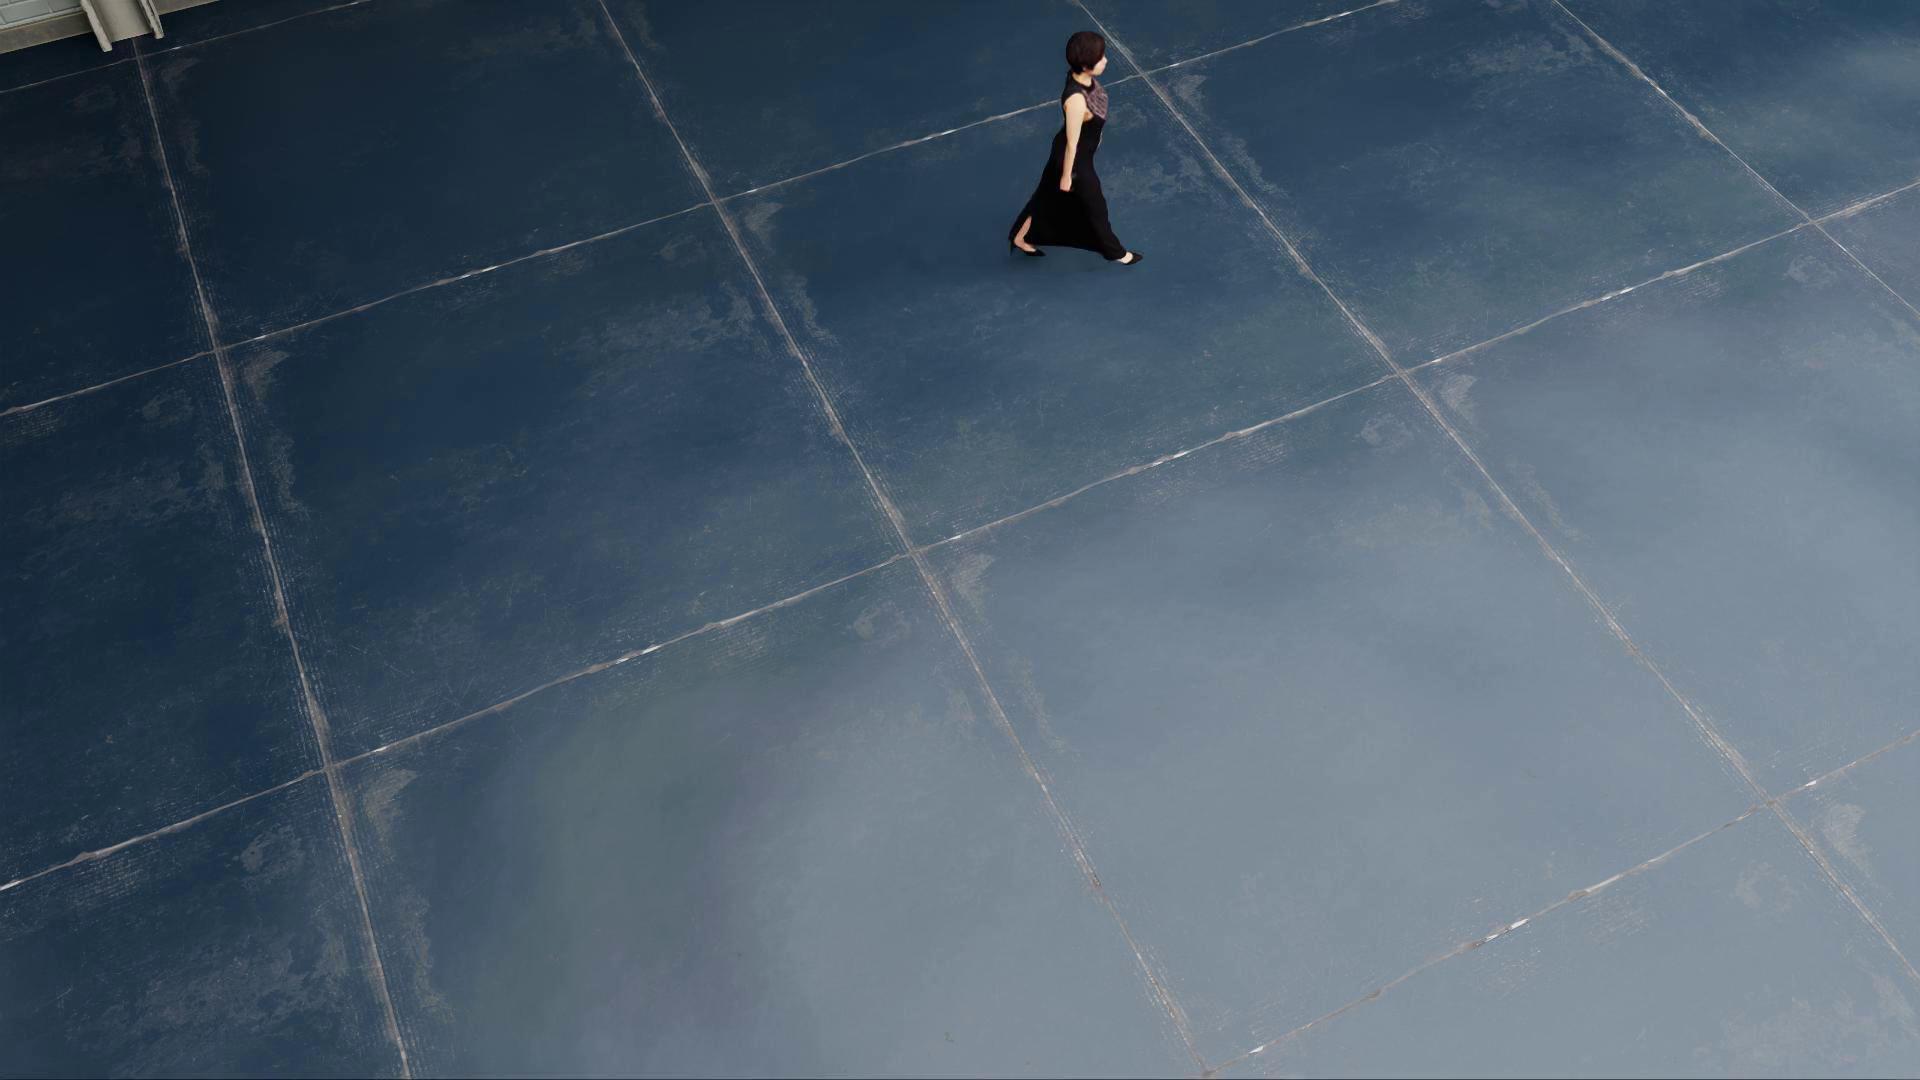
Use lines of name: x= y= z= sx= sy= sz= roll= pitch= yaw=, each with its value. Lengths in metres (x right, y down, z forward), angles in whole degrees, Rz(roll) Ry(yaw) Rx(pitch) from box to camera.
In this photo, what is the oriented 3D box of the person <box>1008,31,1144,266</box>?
person: x=0.556 y=-2.134 z=9.285 sx=1.112 sy=1.557 sz=0.895 roll=2 pitch=52 yaw=2
